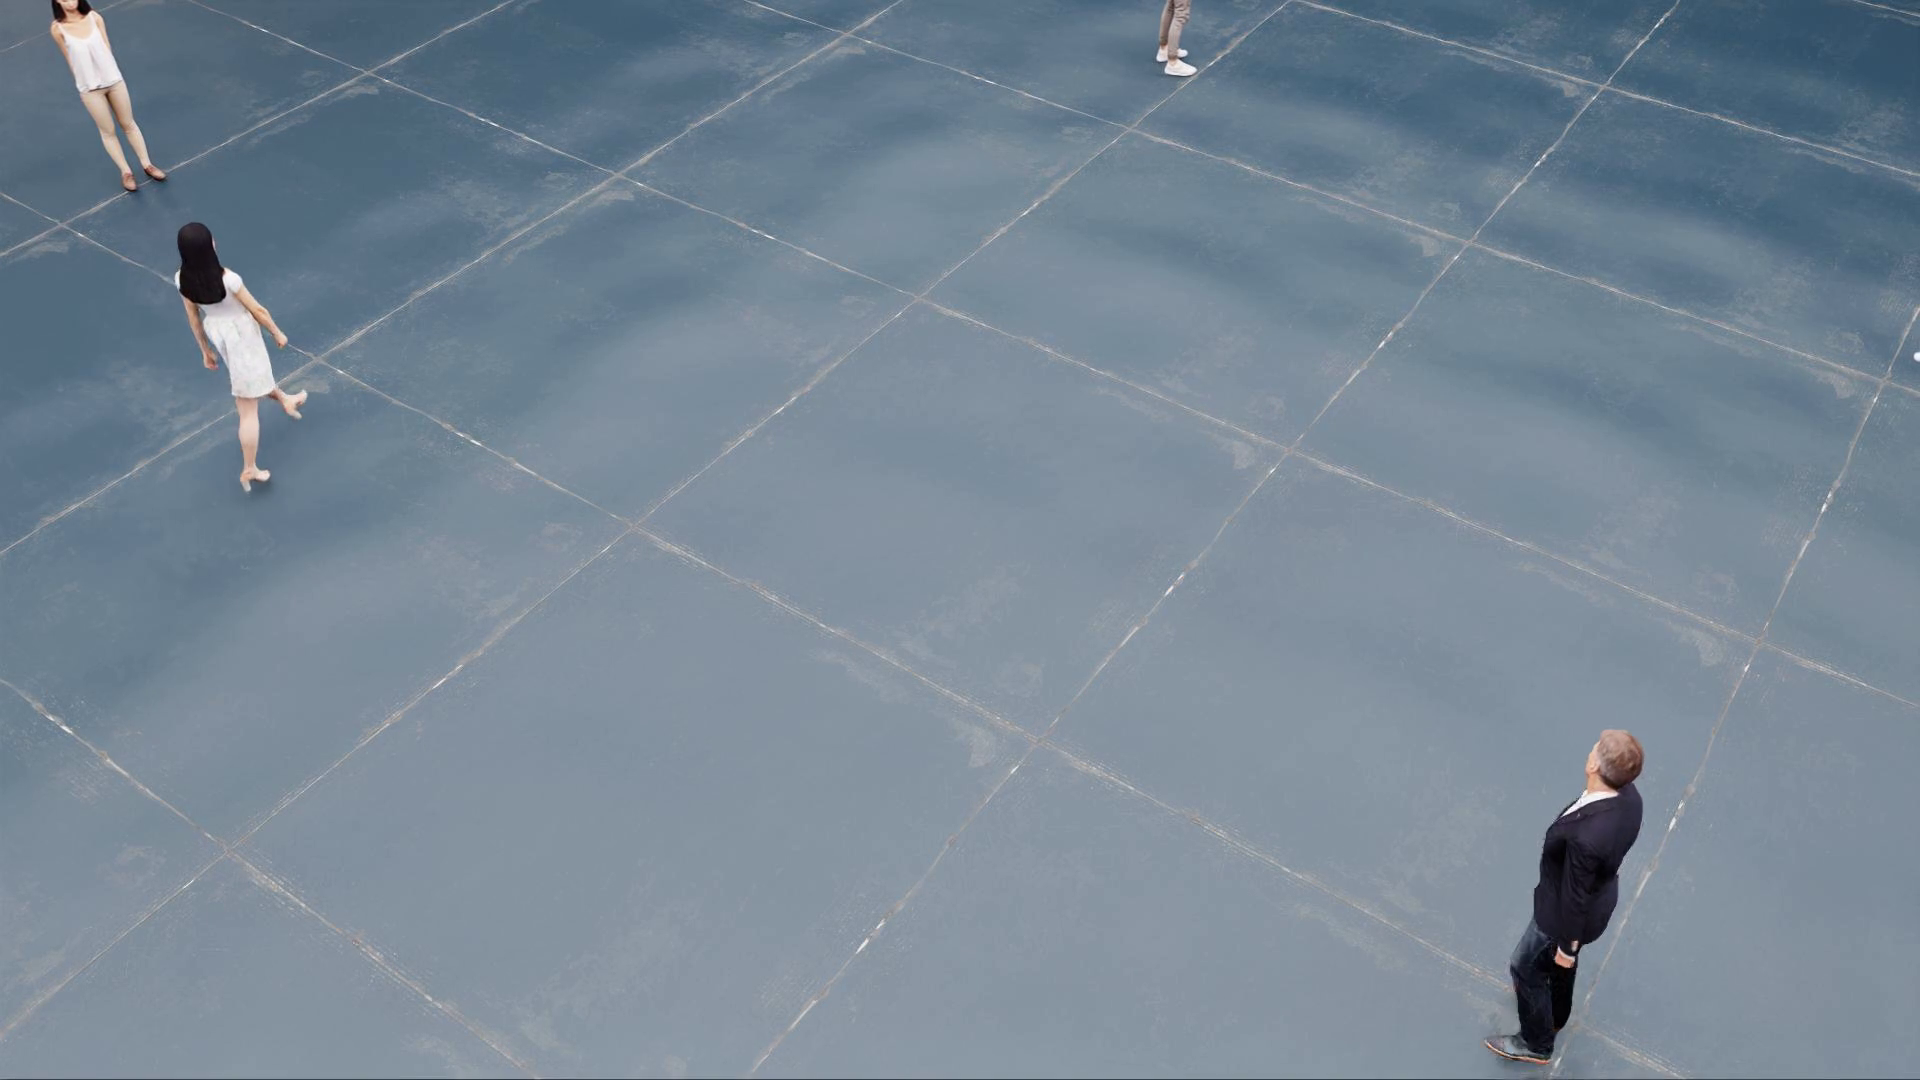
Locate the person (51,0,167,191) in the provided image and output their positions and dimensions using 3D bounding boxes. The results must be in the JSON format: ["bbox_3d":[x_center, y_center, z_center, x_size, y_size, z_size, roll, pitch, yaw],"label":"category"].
[{"bbox_3d":[-6.620,-3.522,12.778,0.571,1.654,0.644,26,49,25],"label":"person"}]

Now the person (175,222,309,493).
[{"bbox_3d":[-4.407,-1.077,10.104,1.164,1.730,0.973,9,44,9],"label":"person"}]

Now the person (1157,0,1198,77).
[{"bbox_3d":[1.867,-4.876,14.092,0.895,1.838,0.845,-4,43,-4],"label":"person"}]

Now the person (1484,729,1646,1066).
[{"bbox_3d":[2.689,1.599,7.206,0.692,1.773,0.826,20,47,20],"label":"person"}]
